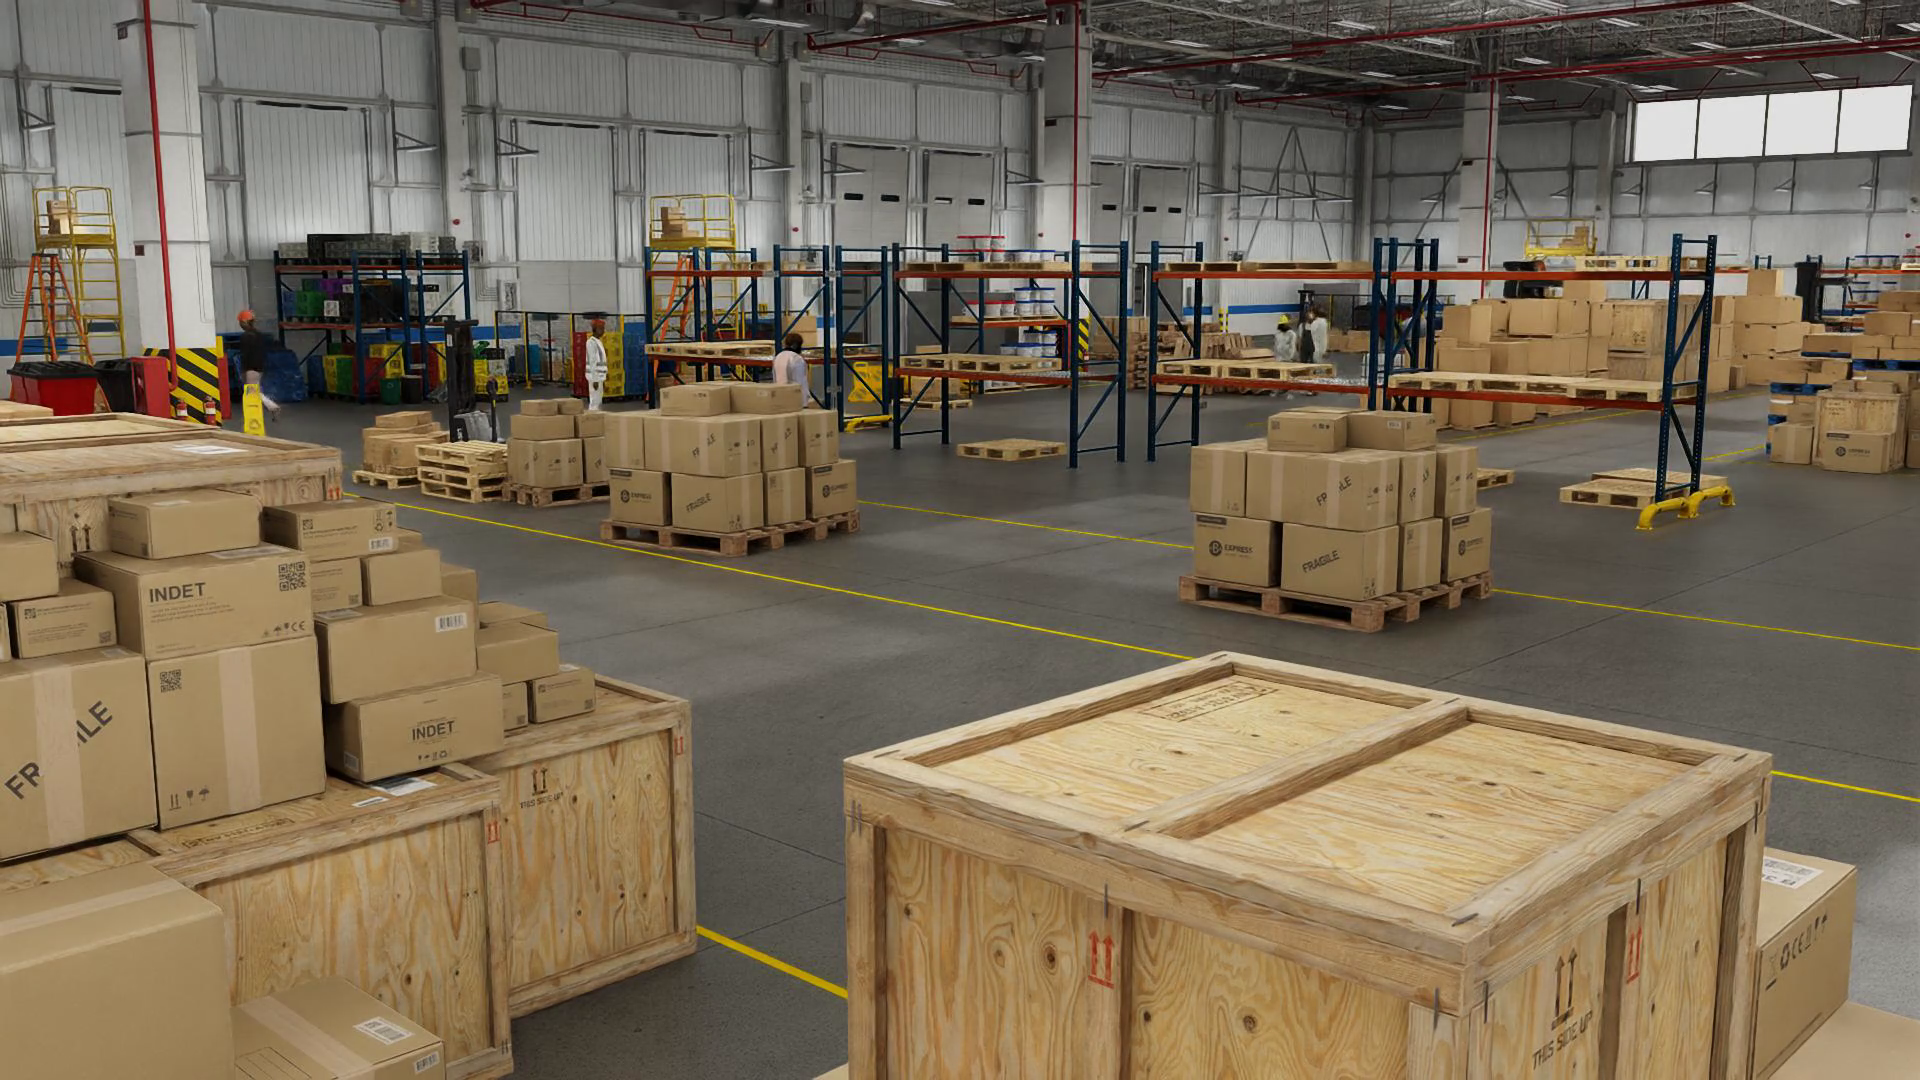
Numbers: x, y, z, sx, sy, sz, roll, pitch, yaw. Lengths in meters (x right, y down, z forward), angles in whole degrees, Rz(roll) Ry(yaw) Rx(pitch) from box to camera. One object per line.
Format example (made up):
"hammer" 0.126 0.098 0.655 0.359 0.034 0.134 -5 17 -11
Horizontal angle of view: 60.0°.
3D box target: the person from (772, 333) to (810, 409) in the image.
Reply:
"person" -2.149 -1.752 21.482 0.429 1.839 0.621 -8 12 -39

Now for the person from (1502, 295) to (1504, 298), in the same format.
"person" 17.592 -6.965 53.251 0.889 1.909 0.555 3 10 20

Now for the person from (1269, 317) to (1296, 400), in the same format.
"person" 6.562 -3.673 33.705 0.498 1.689 0.935 5 11 30

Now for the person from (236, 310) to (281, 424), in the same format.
"person" -11.943 -2.921 28.257 0.749 1.970 0.623 1 9 6

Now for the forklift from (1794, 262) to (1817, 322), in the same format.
"forklift" 21.982 -5.849 43.408 1.873 2.768 1.129 7 11 36

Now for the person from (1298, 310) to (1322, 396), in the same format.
"person" 7.258 -3.881 34.549 0.531 1.825 0.630 4 10 25

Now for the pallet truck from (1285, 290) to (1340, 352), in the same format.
"pallet truck" 11.297 -6.951 52.861 1.885 1.965 0.823 -5 11 -29

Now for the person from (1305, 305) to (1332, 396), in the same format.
"person" 7.474 -3.935 34.652 0.630 1.911 0.659 -3 10 -18

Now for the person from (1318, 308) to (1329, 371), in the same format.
"person" 9.378 -5.187 43.138 0.311 1.642 0.514 -4 10 -23

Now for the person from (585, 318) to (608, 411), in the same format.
"person" -5.685 -2.526 26.073 0.355 1.887 0.574 -1 9 -4

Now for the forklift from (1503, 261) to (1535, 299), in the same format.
"forklift" 12.701 -4.971 38.022 1.873 2.768 1.129 9 13 43

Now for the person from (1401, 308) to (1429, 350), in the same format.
"person" 9.804 -4.121 35.782 0.634 1.917 0.757 4 10 23

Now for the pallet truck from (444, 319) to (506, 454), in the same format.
"pallet truck" -6.981 -1.942 22.150 1.885 1.965 0.823 1 9 9
